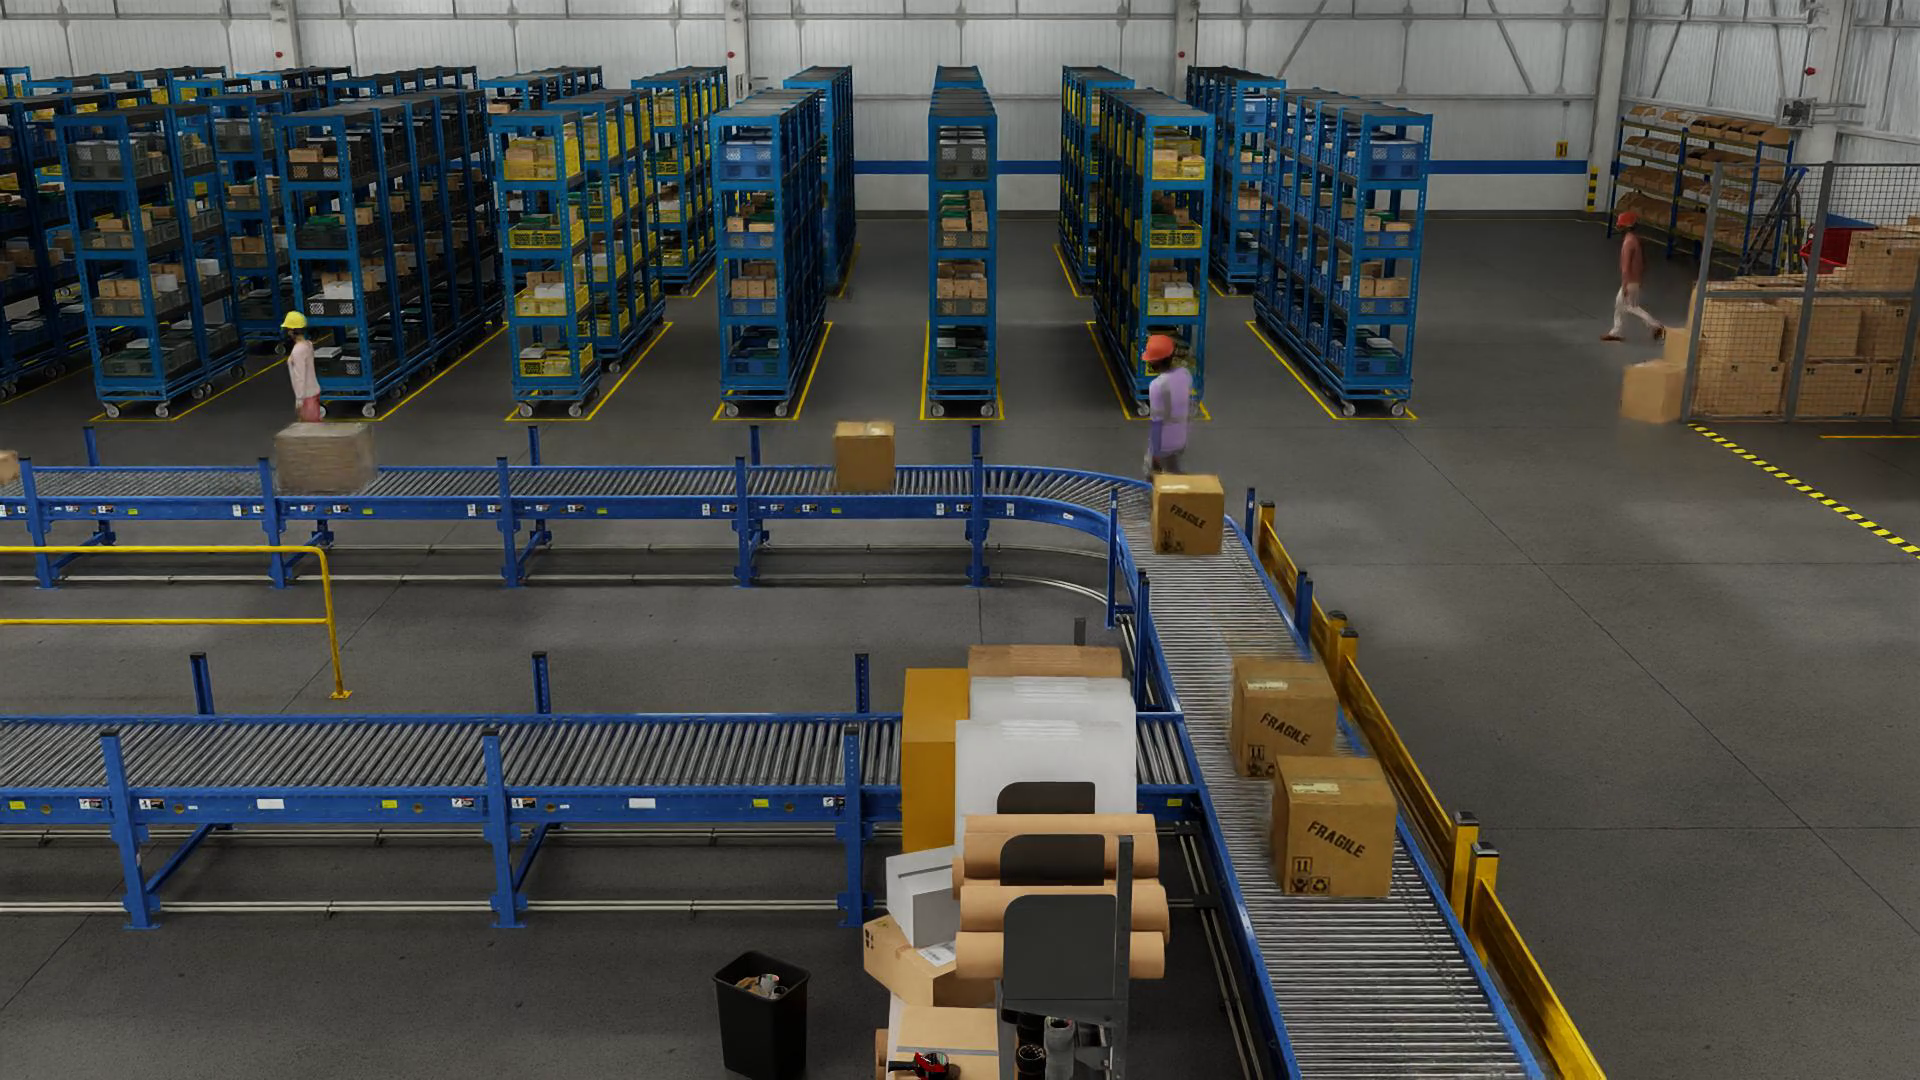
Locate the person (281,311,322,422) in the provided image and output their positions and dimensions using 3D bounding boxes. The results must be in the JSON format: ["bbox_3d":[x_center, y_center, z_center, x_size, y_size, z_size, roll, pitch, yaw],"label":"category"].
[{"bbox_3d":[-6.880,-1.521,17.459,0.309,1.771,0.529,-3,18,-9],"label":"person"}]

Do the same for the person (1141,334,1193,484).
[{"bbox_3d":[1.959,-0.901,15.201,0.626,1.991,0.853,-17,24,-41],"label":"person"}]

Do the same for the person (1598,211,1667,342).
[{"bbox_3d":[9.879,-3.791,24.198,0.852,1.946,0.622,10,21,29],"label":"person"}]

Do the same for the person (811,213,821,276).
[{"bbox_3d":[-2.557,-4.867,27.662,0.546,1.826,0.604,7,19,22],"label":"person"}]
